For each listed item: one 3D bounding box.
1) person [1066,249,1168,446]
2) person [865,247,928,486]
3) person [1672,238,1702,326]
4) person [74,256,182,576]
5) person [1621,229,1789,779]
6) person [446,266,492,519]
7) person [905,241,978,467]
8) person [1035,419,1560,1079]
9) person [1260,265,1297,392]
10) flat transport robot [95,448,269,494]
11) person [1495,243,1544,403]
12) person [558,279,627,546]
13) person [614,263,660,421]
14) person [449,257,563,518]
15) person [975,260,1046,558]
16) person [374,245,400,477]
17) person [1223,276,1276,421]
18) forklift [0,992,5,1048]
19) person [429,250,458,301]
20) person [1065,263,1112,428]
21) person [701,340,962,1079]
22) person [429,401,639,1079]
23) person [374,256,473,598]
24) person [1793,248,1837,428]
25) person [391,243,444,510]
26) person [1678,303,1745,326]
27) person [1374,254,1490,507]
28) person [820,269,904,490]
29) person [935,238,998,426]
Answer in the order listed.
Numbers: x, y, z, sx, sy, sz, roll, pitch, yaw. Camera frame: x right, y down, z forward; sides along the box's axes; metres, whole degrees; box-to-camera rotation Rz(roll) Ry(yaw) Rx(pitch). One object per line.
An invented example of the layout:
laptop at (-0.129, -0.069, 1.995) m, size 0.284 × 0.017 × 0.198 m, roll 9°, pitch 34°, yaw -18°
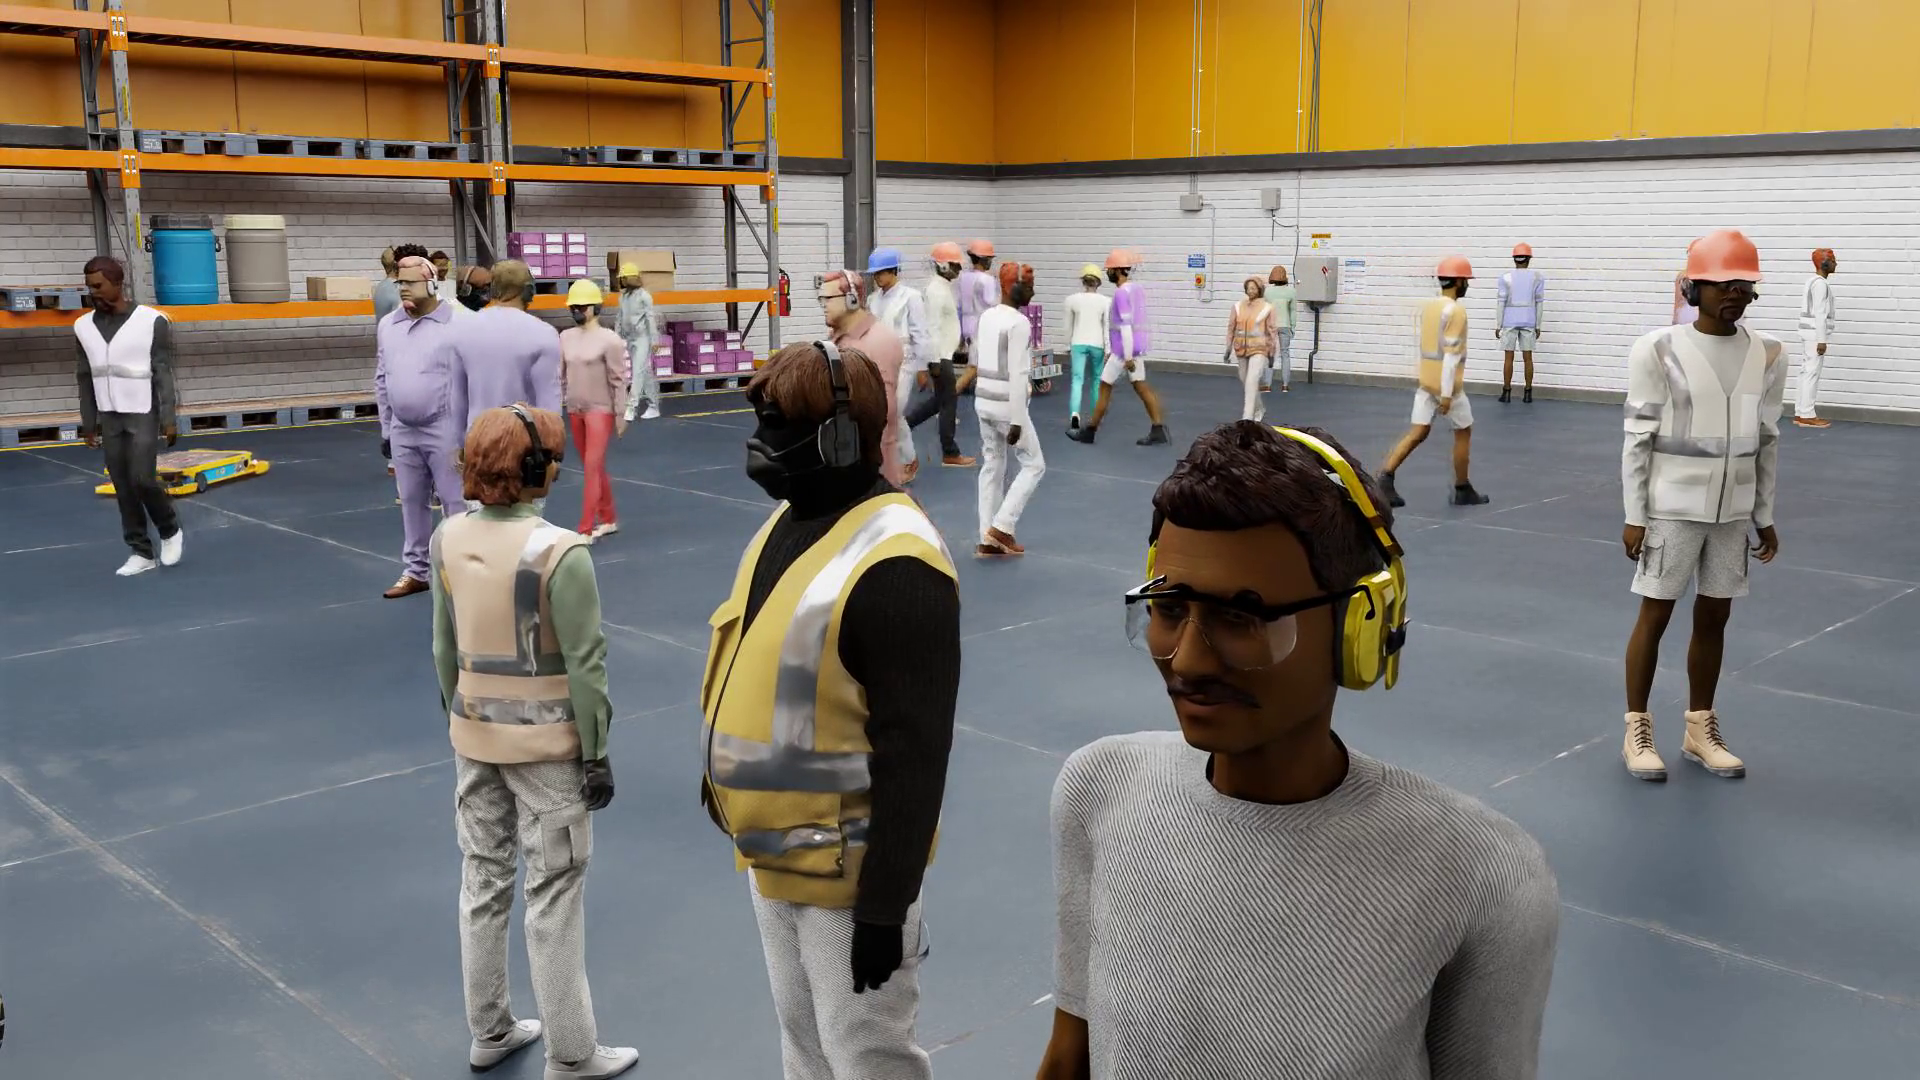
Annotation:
person at (1.561, -1.840, 16.024) m, size 1.013 × 1.888 × 0.546 m, roll 4°, pitch 11°, yaw 22°
person at (-0.545, -1.375, 13.353) m, size 0.630 × 1.924 × 0.445 m, roll 10°, pitch 14°, yaw 44°
person at (8.095, -2.335, 18.411) m, size 0.613 × 1.991 × 0.391 m, roll -10°, pitch 14°, yaw -43°
person at (-4.963, -0.732, 9.922) m, size 0.615 × 1.898 × 0.443 m, roll 2°, pitch 11°, yaw 9°
person at (2.764, -0.119, 6.186) m, size 0.605 × 2.044 × 0.374 m, roll -1°, pitch 10°, yaw -6°
person at (-3.268, -0.943, 11.304) m, size 0.693 × 1.811 × 0.640 m, roll 3°, pitch 11°, yaw 17°
person at (-0.247, -1.611, 14.506) m, size 0.723 × 1.976 × 0.629 m, roll 0°, pitch 10°, yaw 2°
person at (0.262, 0.816, 1.562) m, size 0.531 × 1.871 × 0.322 m, roll 7°, pitch 12°, yaw 32°
person at (4.101, -2.725, 21.517) m, size 0.500 × 1.633 × 0.282 m, roll -1°, pitch 10°, yaw -3°
flat transport robot at (-6.258, -0.562, 13.436) m, size 0.652 × 0.197 × 1.431 m, roll 1°, pitch 10°, yaw 5°
person at (6.759, -2.621, 20.143) m, size 0.547 × 1.929 × 0.385 m, roll 2°, pitch 11°, yaw 9°
person at (-2.469, -0.833, 10.935) m, size 0.533 × 1.749 × 0.616 m, roll 6°, pitch 12°, yaw 30°
person at (-3.582, -2.158, 18.171) m, size 0.517 × 1.709 × 0.822 m, roll 8°, pitch 13°, yaw 37°
person at (-2.355, -0.476, 8.504) m, size 0.659 × 1.911 × 0.696 m, roll 3°, pitch 11°, yaw 17°
person at (0.293, -0.797, 10.374) m, size 0.432 × 1.871 × 0.601 m, roll -7°, pitch 12°, yaw -32°
person at (-4.630, -1.460, 13.784) m, size 0.372 × 1.940 × 0.630 m, roll -7°, pitch 13°, yaw -34°
person at (3.077, -1.963, 17.441) m, size 0.512 × 1.602 × 0.822 m, roll 8°, pitch 13°, yaw 38°
forklift at (-3.245, 0.323, 3.363) m, size 2.313 × 2.155 × 1.214 m, roll 2°, pitch 11°, yaw 13°
person at (-5.602, -2.190, 18.002) m, size 0.528 × 1.856 × 0.321 m, roll -7°, pitch 12°, yaw -33°
person at (1.352, -2.054, 17.585) m, size 0.519 × 1.730 × 0.859 m, roll 2°, pitch 11°, yaw 10°
person at (-0.245, 0.566, 3.003) m, size 0.429 × 1.844 × 0.623 m, roll -5°, pitch 12°, yaw -27°
person at (-1.029, 0.496, 3.934) m, size 0.516 × 1.641 × 0.308 m, roll 6°, pitch 12°, yaw 30°
person at (-2.956, -0.607, 9.220) m, size 0.642 × 1.909 × 0.399 m, roll 3°, pitch 11°, yaw 16°
person at (9.083, -2.137, 17.627) m, size 0.356 × 1.884 × 0.574 m, roll 3°, pitch 11°, yaw 16°
person at (-3.992, -1.207, 12.329) m, size 0.361 × 1.964 × 0.614 m, roll -10°, pitch 14°, yaw -44°
person at (5.435, -1.091, 11.950) m, size 0.448 × 1.877 × 0.642 m, roll -3°, pitch 11°, yaw -14°
person at (3.516, -1.173, 12.364) m, size 0.958 × 1.900 × 0.550 m, roll -3°, pitch 11°, yaw -17°
person at (-0.485, -0.467, 8.594) m, size 0.984 × 1.863 × 0.644 m, roll -9°, pitch 14°, yaw -42°
person at (0.160, -2.212, 17.744) m, size 1.040 × 2.000 × 0.625 m, roll -5°, pitch 12°, yaw -27°
